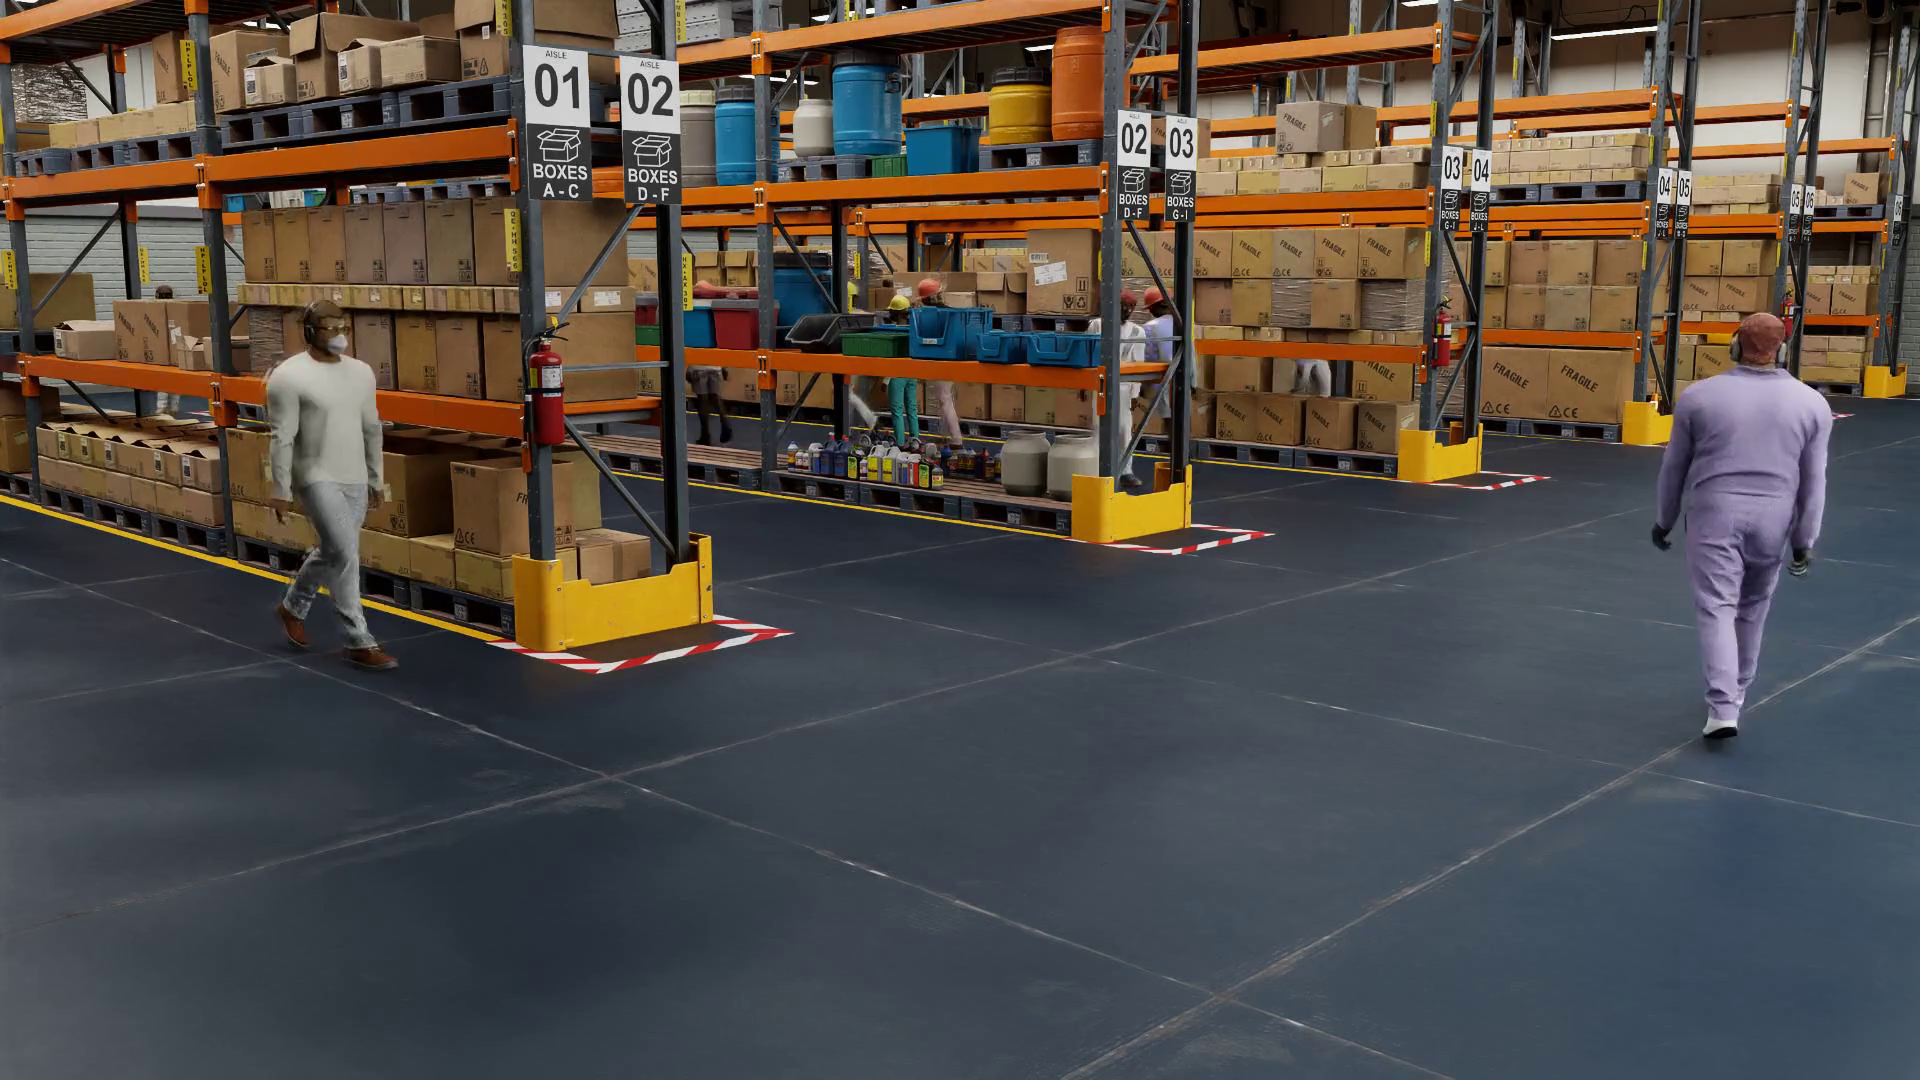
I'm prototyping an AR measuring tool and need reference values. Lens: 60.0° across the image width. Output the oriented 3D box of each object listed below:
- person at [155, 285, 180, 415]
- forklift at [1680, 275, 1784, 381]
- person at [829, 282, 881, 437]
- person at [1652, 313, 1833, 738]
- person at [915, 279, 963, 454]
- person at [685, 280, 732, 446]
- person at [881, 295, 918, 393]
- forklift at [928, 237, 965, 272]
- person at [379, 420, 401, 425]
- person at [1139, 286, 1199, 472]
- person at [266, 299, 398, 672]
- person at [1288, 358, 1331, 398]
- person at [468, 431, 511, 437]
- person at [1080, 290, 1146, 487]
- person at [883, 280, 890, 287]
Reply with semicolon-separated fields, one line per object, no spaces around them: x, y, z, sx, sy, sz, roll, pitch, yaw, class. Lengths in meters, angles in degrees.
-11.148;-2.652;23.310;0.743;1.819;0.458;-2;10;-14;person
12.480;-3.427;27.053;1.214;2.155;2.313;9;13;43;forklift
-1.275;-2.159;20.059;0.817;1.904;0.591;7;11;36;person
3.459;-0.071;7.390;0.651;1.865;0.987;2;10;13;person
-0.273;-1.941;18.614;0.830;1.932;0.641;7;12;37;person
-2.902;-2.018;19.136;0.543;1.922;0.476;-8;12;-41;person
-0.638;-1.734;17.845;0.302;1.772;0.530;8;12;40;person
-0.326;-5.817;39.609;1.129;2.768;1.873;9;13;43;forklift
-5.937;-1.690;17.309;0.311;1.860;0.501;6;11;30;person
2.020;-1.539;16.311;0.591;1.878;0.636;-4;10;-23;person
-3.344;-0.306;8.717;0.968;1.911;0.638;5;10;28;person
4.231;-2.126;19.889;0.657;1.880;1.028;-6;11;-32;person
-3.951;-1.126;13.912;0.587;1.836;0.404;-9;13;-43;person
1.399;-1.422;15.711;0.713;1.855;0.346;4;10;23;person
-1.204;-3.123;26.036;0.960;1.877;0.603;5;10;26;person
